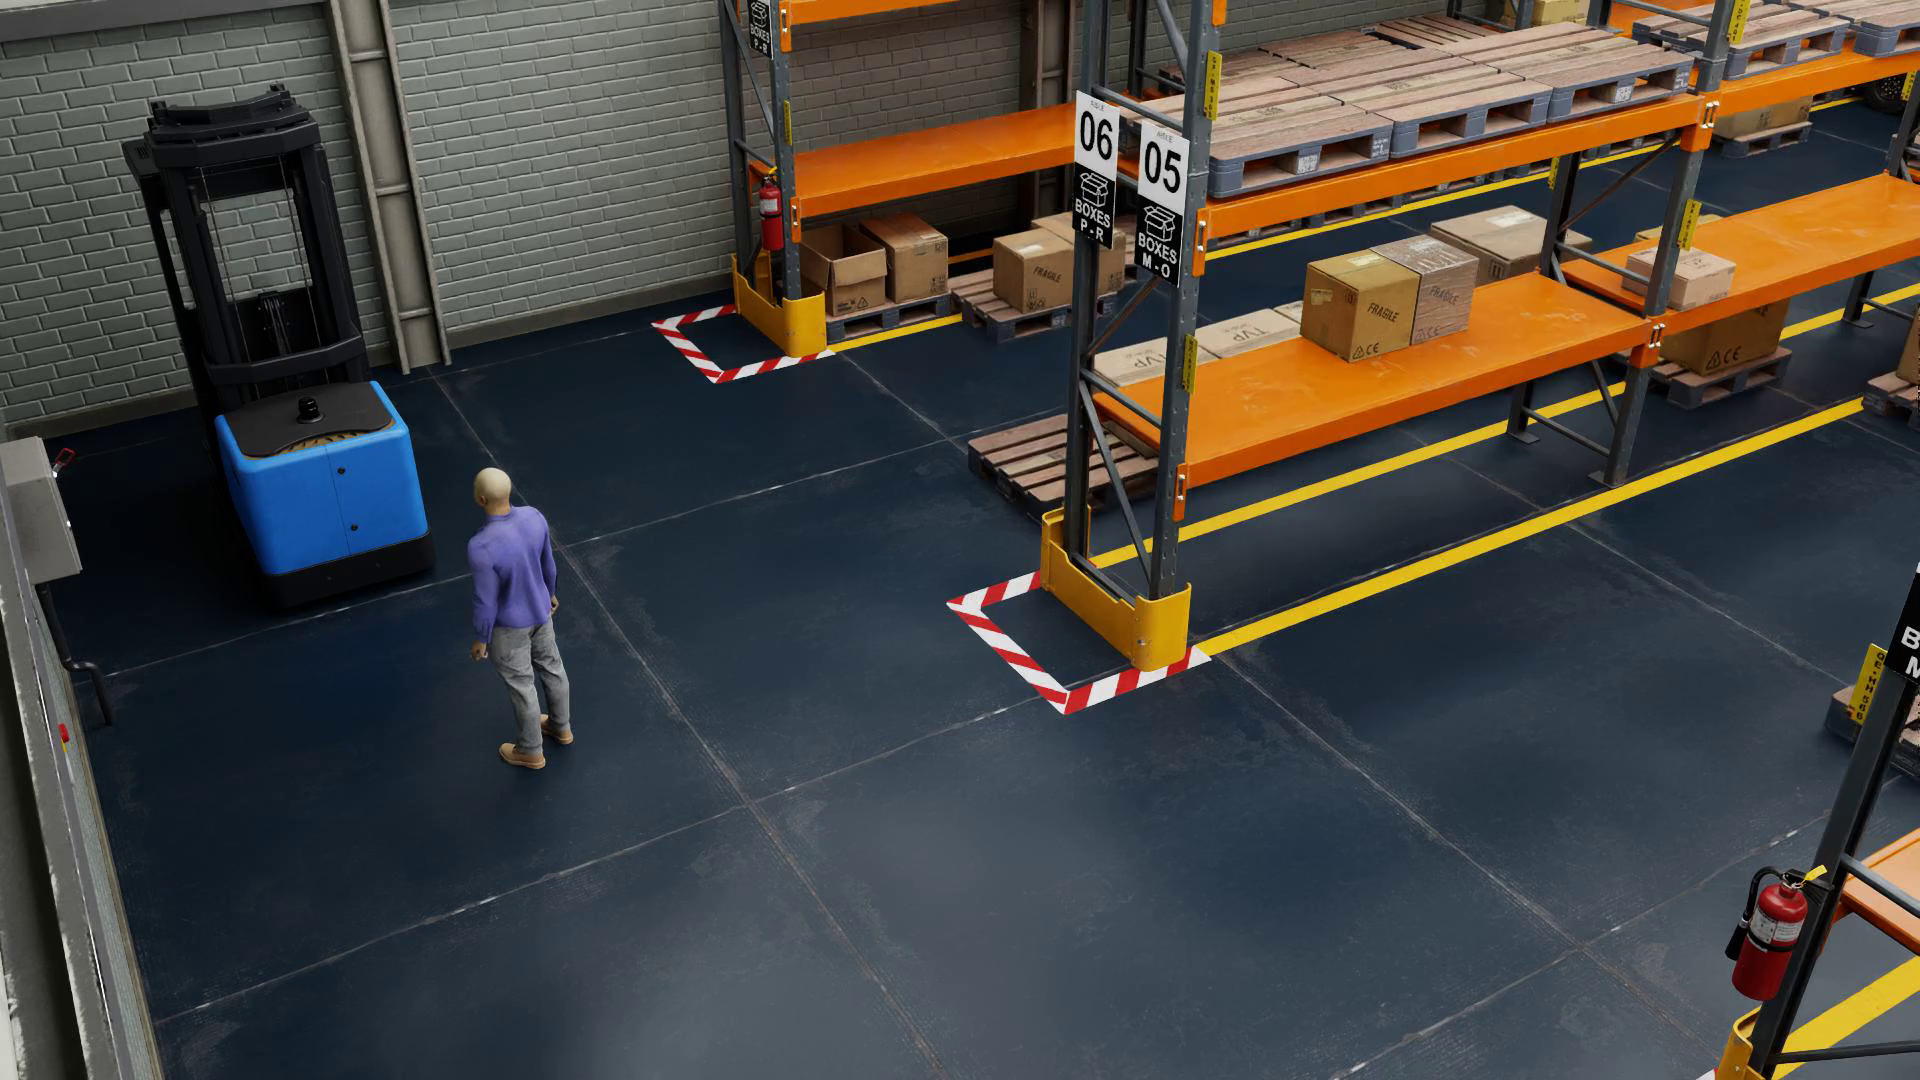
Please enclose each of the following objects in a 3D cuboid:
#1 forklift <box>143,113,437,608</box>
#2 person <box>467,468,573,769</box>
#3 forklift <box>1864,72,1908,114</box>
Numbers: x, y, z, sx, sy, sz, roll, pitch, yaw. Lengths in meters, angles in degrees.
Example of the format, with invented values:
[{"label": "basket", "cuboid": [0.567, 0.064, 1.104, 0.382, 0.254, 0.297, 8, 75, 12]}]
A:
[{"label": "forklift", "cuboid": [-4.289, -1.259, 10.509, 1.129, 2.768, 1.873, -17, 36, -26]}, {"label": "person", "cuboid": [-2.329, 0.420, 8.808, 0.395, 1.799, 0.590, 18, 36, 26]}, {"label": "forklift", "cuboid": [11.468, -5.645, 18.244, 1.214, 2.155, 2.313, -17, 36, -26]}]
